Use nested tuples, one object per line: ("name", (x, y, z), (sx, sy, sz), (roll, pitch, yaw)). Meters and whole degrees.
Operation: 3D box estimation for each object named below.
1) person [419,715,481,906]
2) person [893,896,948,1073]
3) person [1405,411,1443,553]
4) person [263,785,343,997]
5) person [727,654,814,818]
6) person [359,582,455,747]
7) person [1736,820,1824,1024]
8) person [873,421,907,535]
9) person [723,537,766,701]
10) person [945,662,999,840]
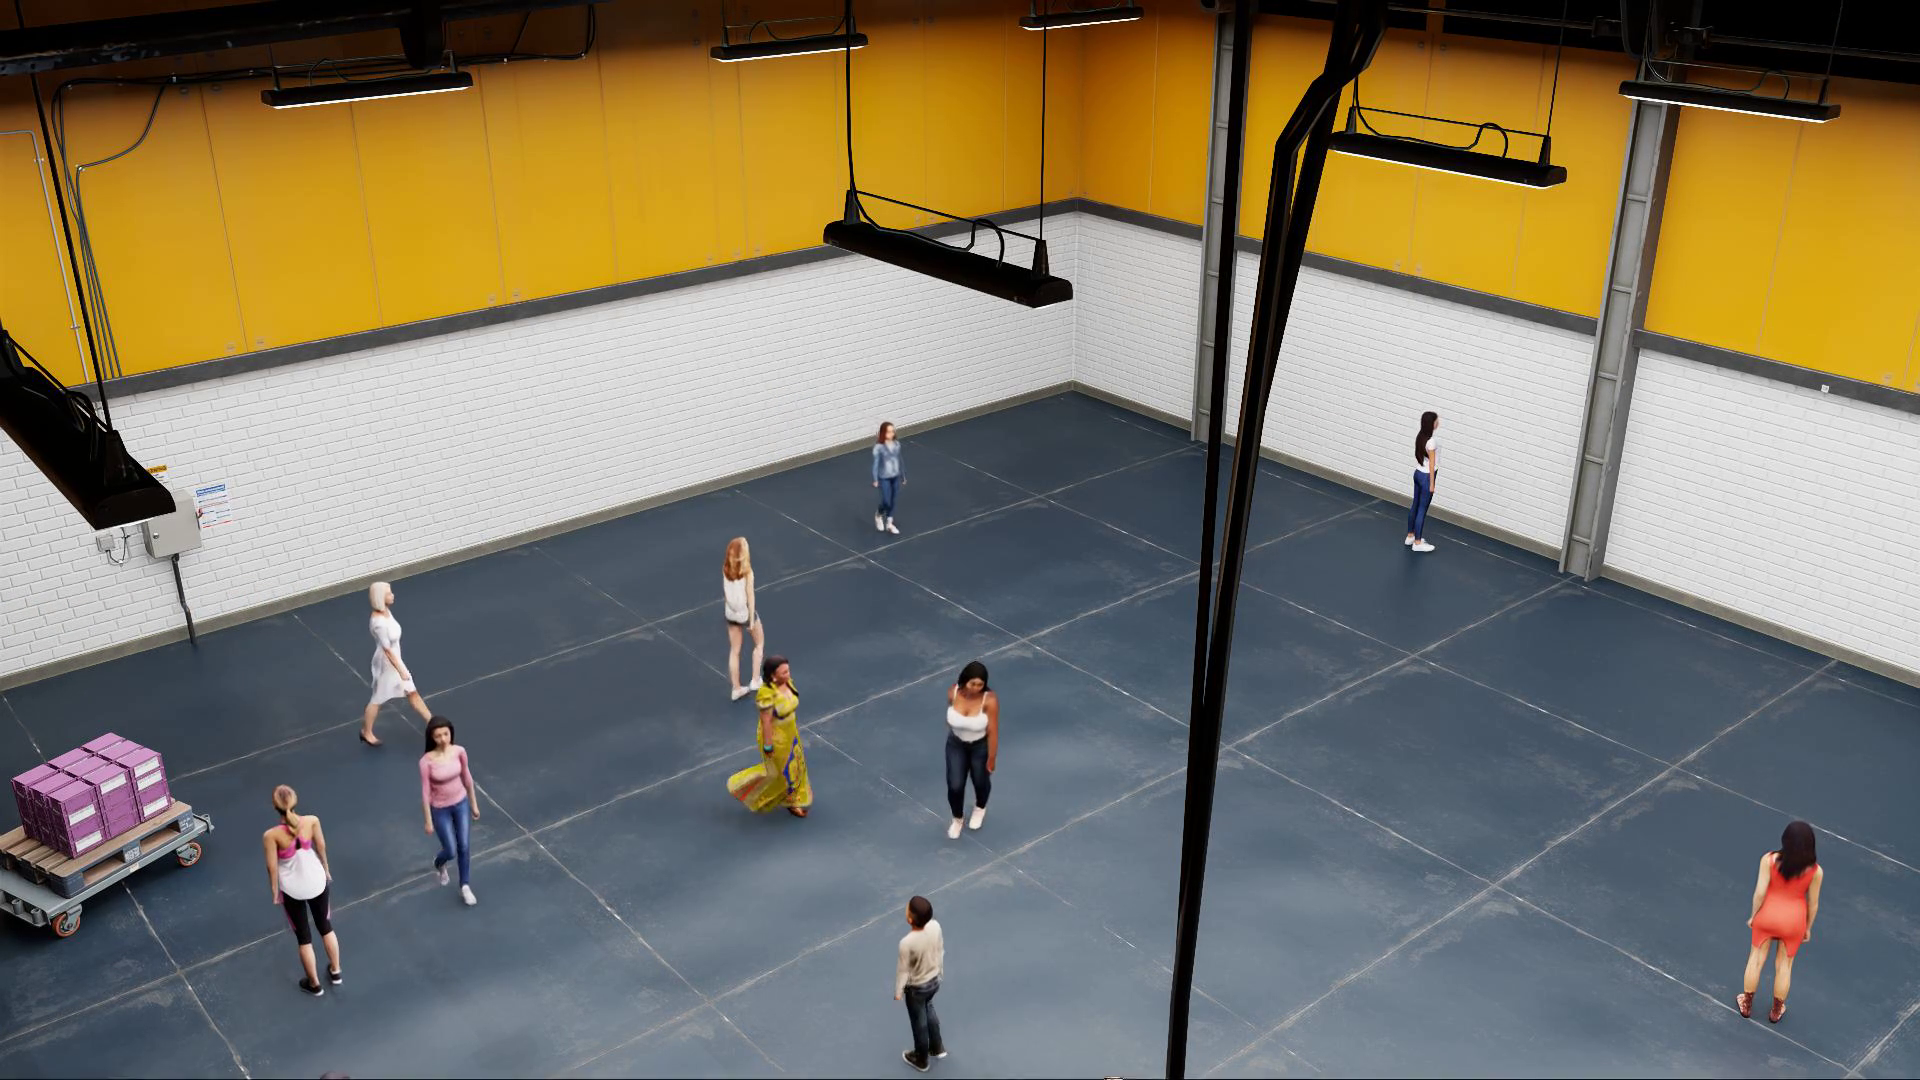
("person", (-4.247, 2.188, 13.752), (0.585, 1.732, 0.722), (-19, 30, -37))
("person", (-0.223, 3.181, 11.820), (0.583, 1.459, 0.590), (21, 31, 39))
("person", (5.681, -0.733, 20.380), (0.726, 1.775, 0.629), (-2, 24, -6))
("person", (-4.984, 2.649, 12.629), (0.611, 1.785, 0.530), (-20, 31, -38))
("person", (-1.698, 1.757, 14.850), (1.110, 1.641, 1.002), (7, 25, 16))
("person", (-5.579, 1.242, 15.956), (1.032, 1.699, 1.110), (-3, 24, -6))
("person", (6.074, 2.821, 12.316), (0.607, 1.722, 0.725), (10, 26, 22))
("person", (-0.937, -0.806, 20.928), (0.567, 1.469, 0.561), (-20, 30, -37))
("person", (-2.284, 0.828, 16.850), (0.714, 1.743, 0.757), (12, 26, 25))
("person", (0.102, 1.786, 14.625), (0.871, 1.768, 0.915), (10, 26, 22))
